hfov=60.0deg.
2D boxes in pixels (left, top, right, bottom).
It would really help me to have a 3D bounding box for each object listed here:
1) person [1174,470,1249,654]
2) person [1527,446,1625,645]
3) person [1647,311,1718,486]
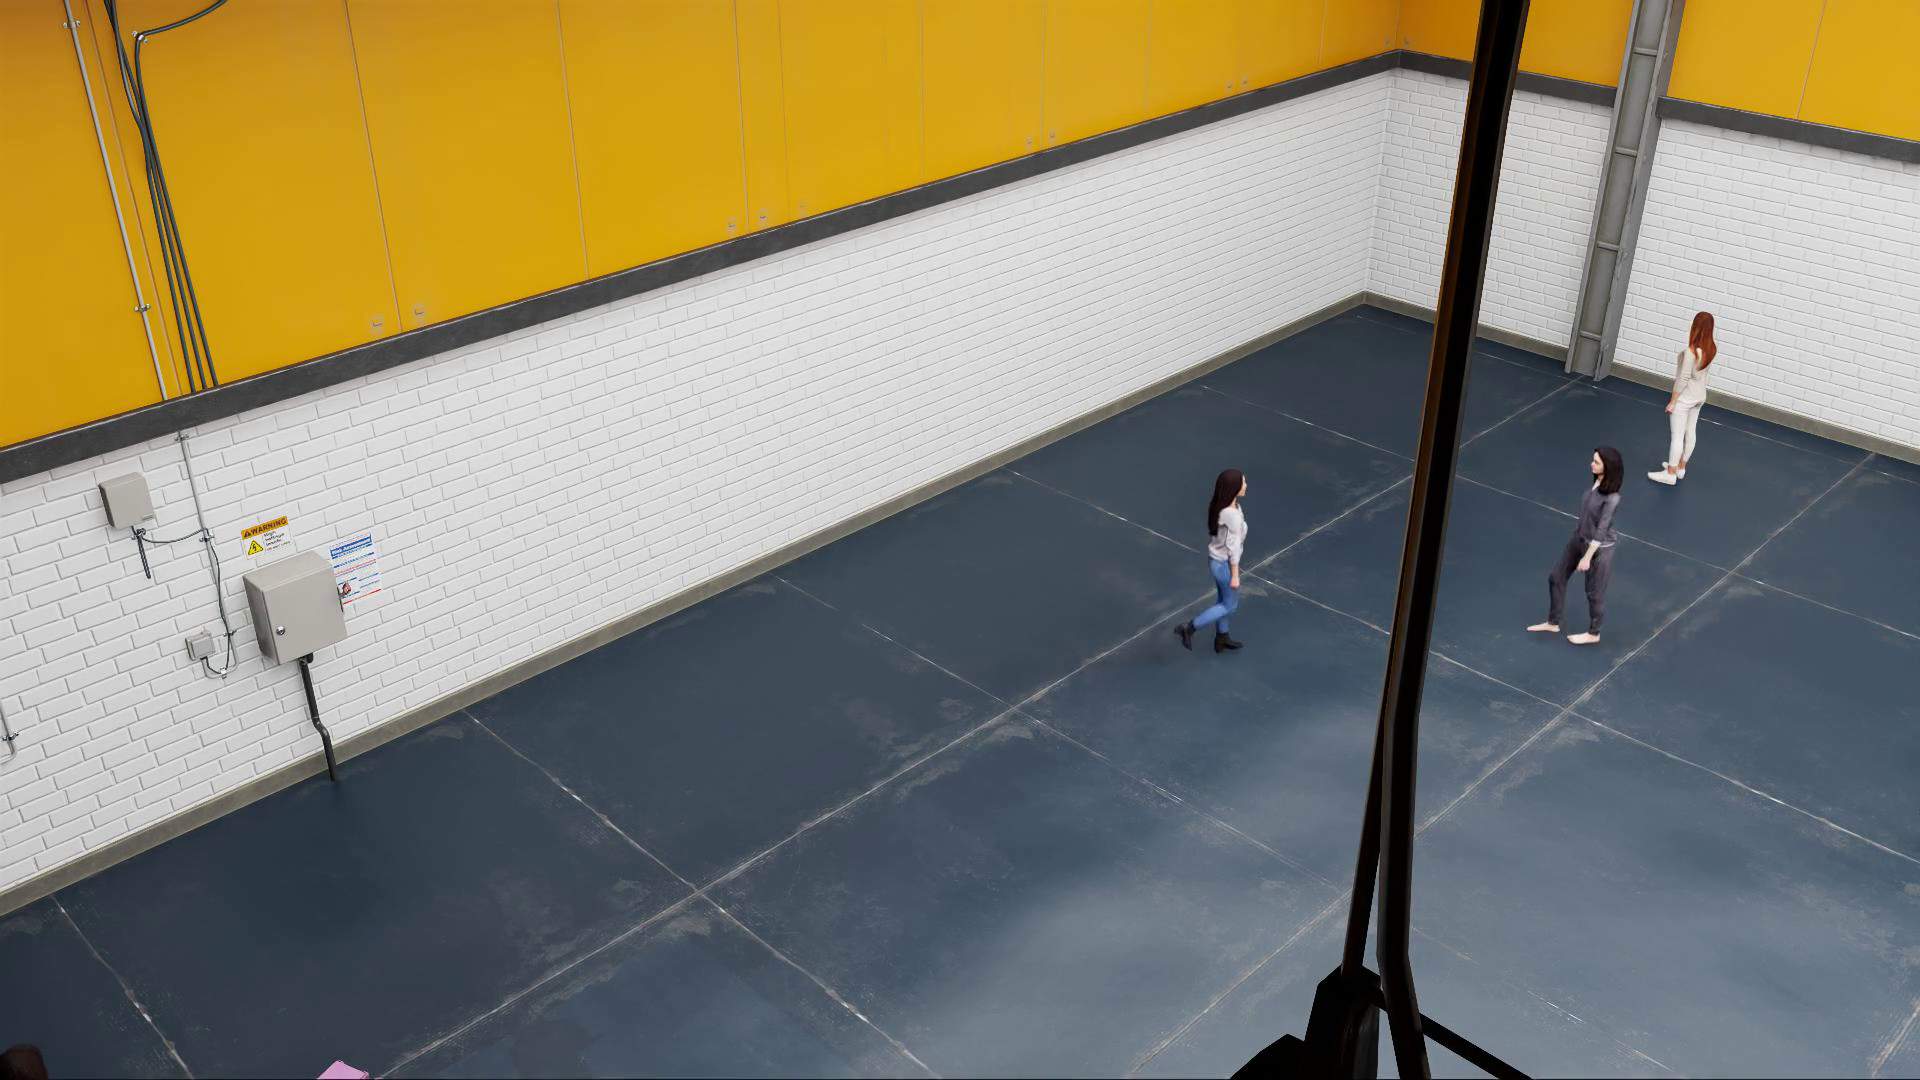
[{"bbox_3d":[1.989,0.206,12.981,0.923,1.621,0.895,-4,29,-8],"label":"person"},{"bbox_3d":[5.080,0.066,13.108,0.934,1.744,0.871,1,29,1],"label":"person"},{"bbox_3d":[6.898,-1.345,15.728,0.628,1.713,0.603,-18,34,-30],"label":"person"}]
